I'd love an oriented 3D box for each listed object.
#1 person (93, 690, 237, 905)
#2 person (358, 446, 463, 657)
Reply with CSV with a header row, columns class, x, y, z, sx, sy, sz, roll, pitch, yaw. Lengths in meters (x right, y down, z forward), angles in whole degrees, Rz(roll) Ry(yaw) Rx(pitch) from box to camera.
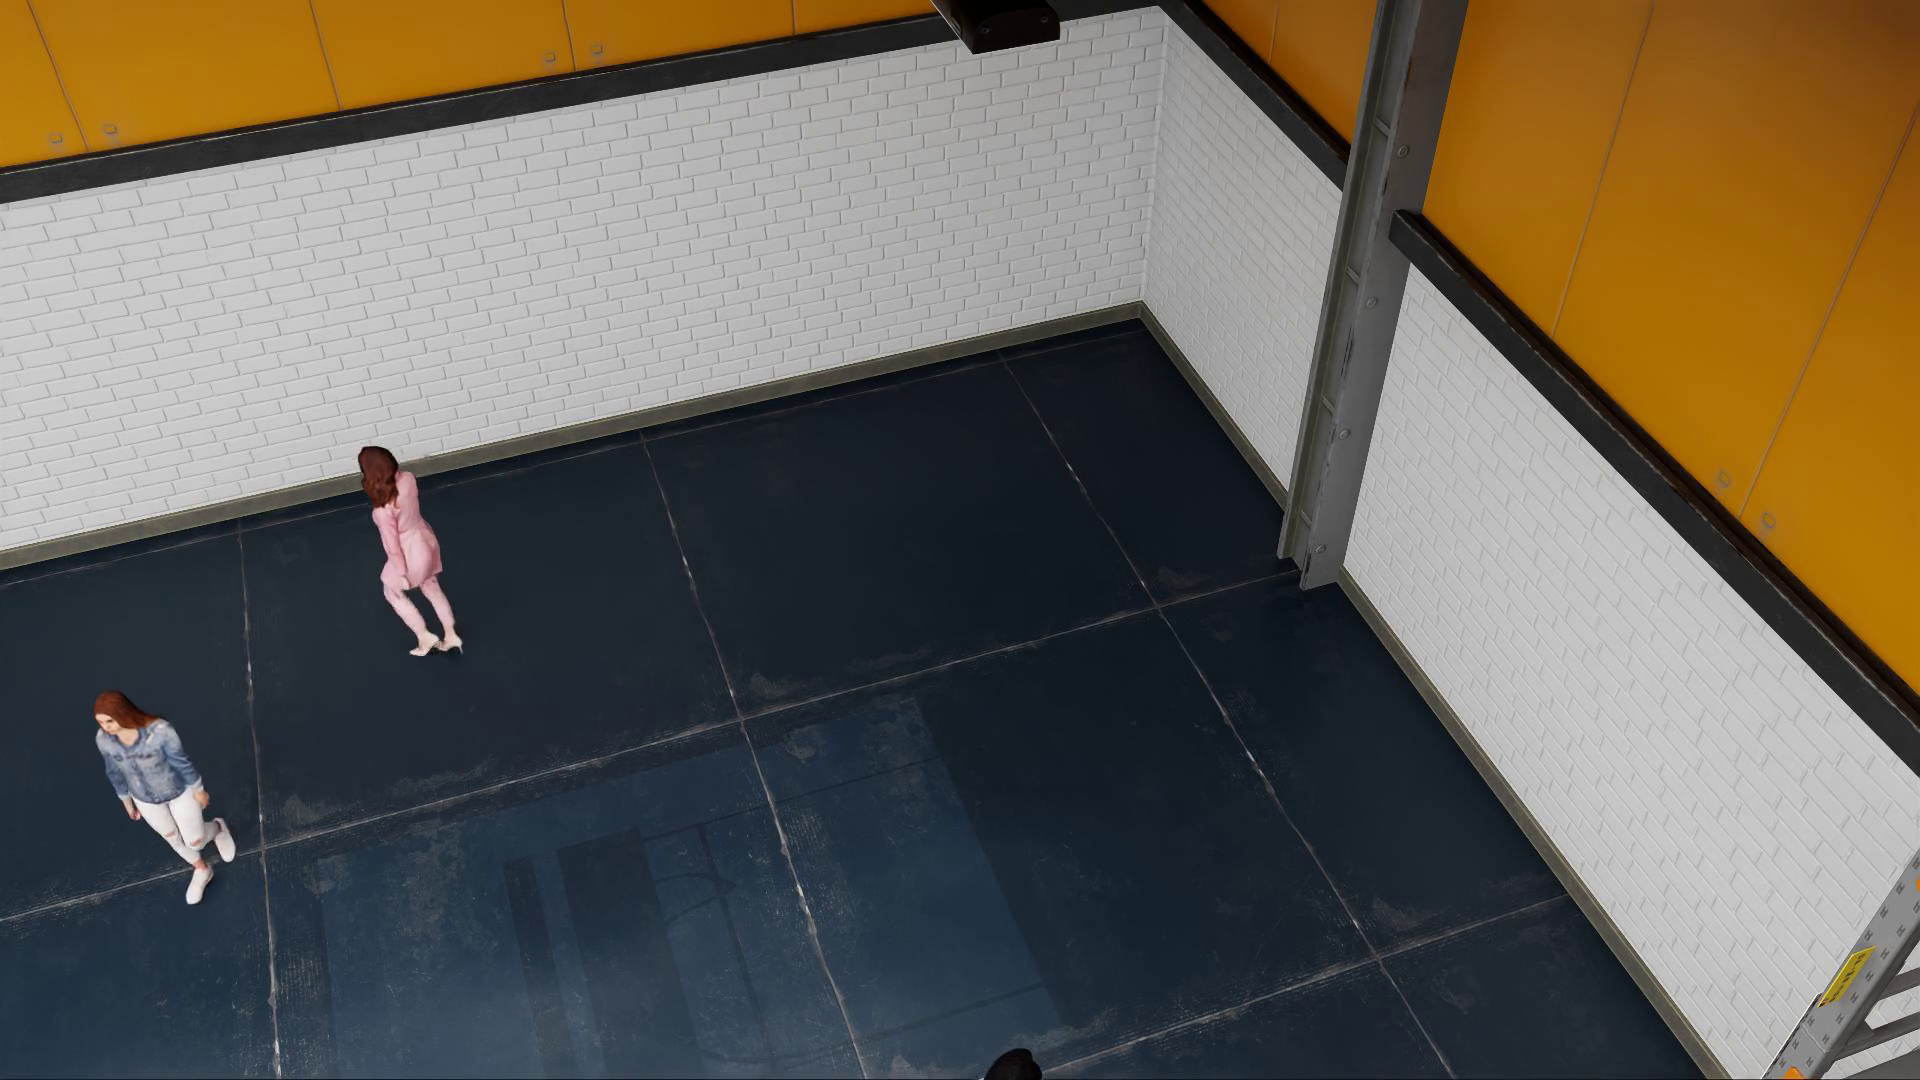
class,x,y,z,sx,sy,sz,roll,pitch,yaw
person,-4.494,1.373,9.456,0.736,1.689,0.812,-2,44,-2
person,-3.443,0.110,10.709,0.801,1.790,0.728,12,45,12
